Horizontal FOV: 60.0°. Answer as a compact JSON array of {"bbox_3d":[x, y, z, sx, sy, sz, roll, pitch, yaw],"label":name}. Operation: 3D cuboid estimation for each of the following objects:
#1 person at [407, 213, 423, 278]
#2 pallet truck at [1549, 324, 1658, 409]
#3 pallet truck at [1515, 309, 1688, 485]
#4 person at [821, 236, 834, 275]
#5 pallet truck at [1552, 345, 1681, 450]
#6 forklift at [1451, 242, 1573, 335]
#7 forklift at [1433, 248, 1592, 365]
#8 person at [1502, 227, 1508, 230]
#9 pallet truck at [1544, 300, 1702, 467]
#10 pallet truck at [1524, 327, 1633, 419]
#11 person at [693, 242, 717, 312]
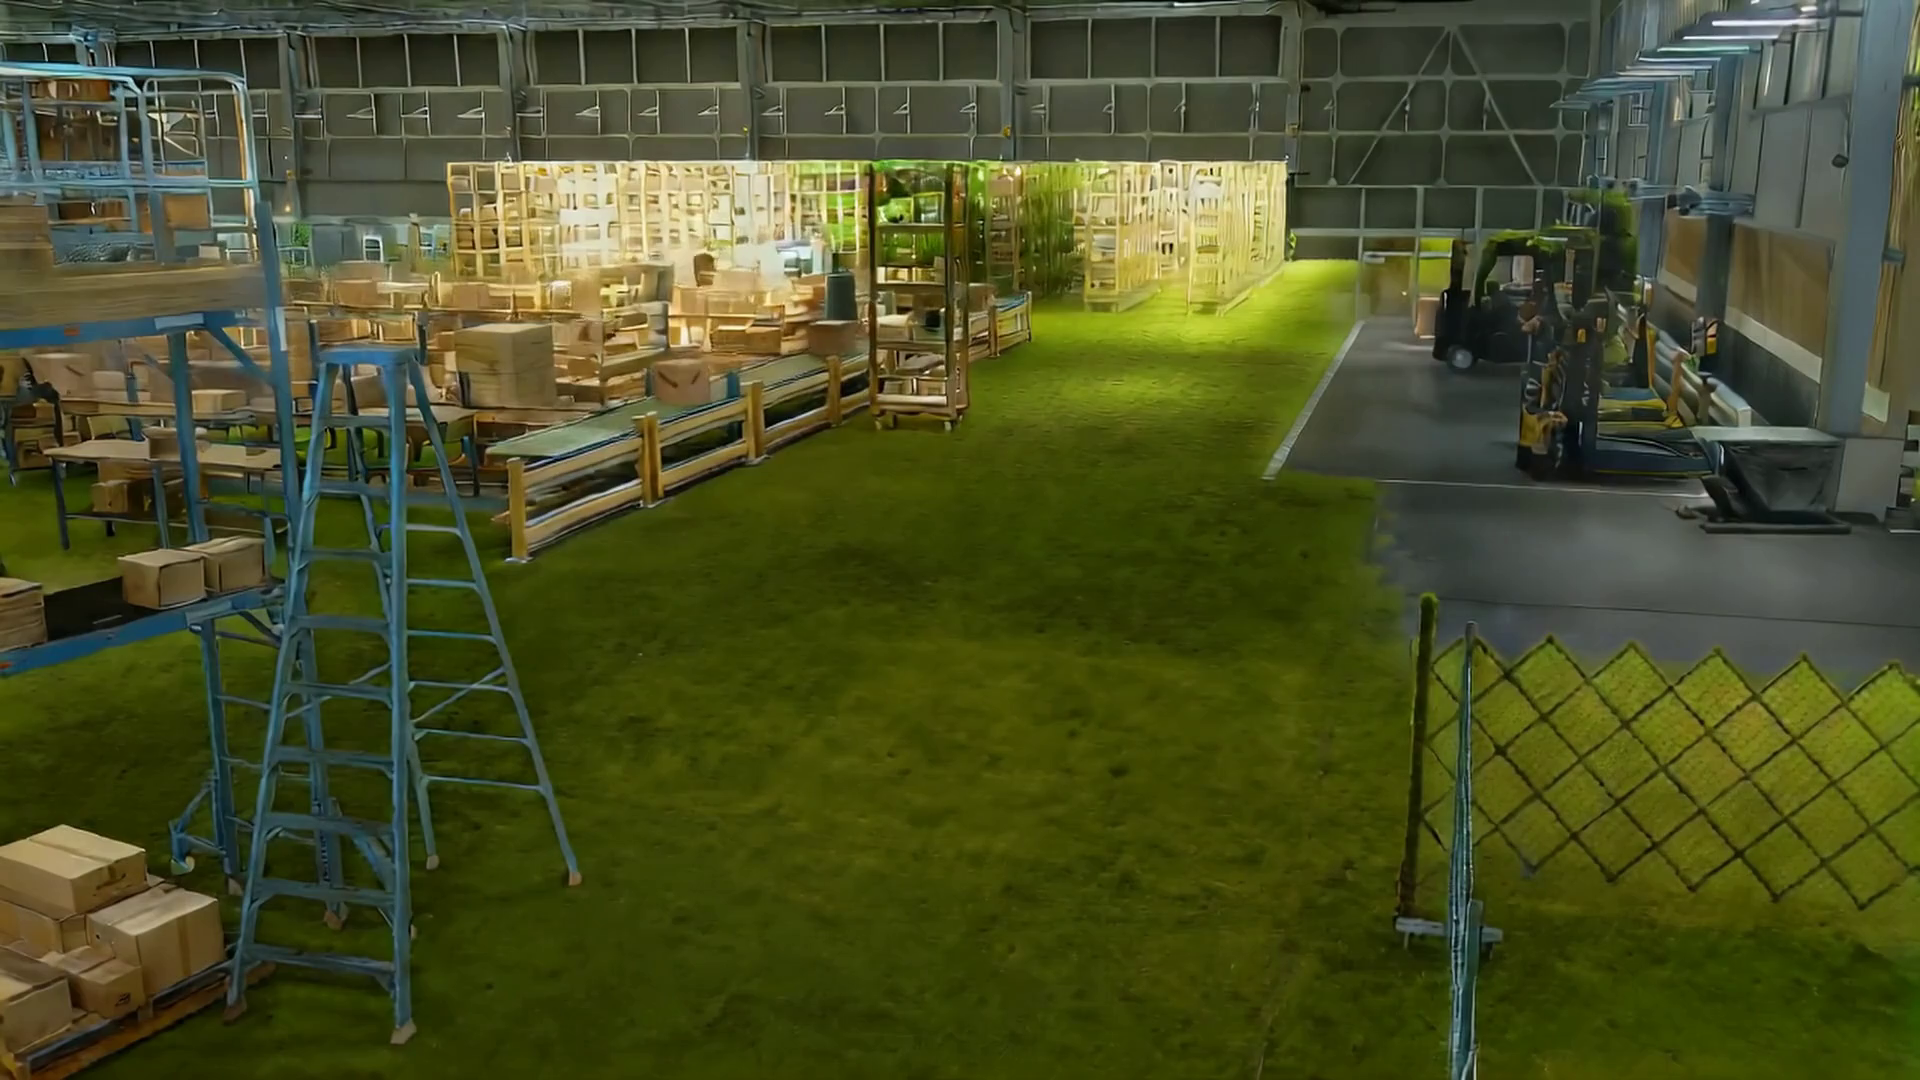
[{"bbox_3d":[-17.008,-9.159,51.791,0.399,1.985,0.610,-6,15,-26],"label":"person"},{"bbox_3d":[9.824,-2.669,25.407,1.601,1.201,0.680,4,14,16],"label":"pallet truck"},{"bbox_3d":[7.554,-1.677,19.446,1.885,1.965,0.823,3,13,14],"label":"pallet truck"},{"bbox_3d":[-3.151,-6.209,39.234,0.431,1.894,0.669,6,14,24],"label":"person"},{"bbox_3d":[8.641,-1.896,21.908,1.630,1.274,0.653,4,14,16],"label":"pallet truck"},{"bbox_3d":[10.464,-4.597,31.405,2.680,1.987,1.157,4,14,16],"label":"forklift"},{"bbox_3d":[9.780,-4.111,29.280,2.680,1.987,1.157,3,13,14],"label":"forklift"},{"bbox_3d":[14.726,-7.535,45.078,0.564,1.846,0.392,0,13,-1],"label":"person"},{"bbox_3d":[8.263,-1.952,20.631,1.885,1.965,0.823,5,14,20],"label":"pallet truck"},{"bbox_3d":[9.065,-2.460,24.370,1.522,1.261,0.704,3,13,14],"label":"pallet truck"},{"bbox_3d":[-5.970,-6.025,38.718,0.463,1.783,0.622,12,18,42],"label":"person"}]
